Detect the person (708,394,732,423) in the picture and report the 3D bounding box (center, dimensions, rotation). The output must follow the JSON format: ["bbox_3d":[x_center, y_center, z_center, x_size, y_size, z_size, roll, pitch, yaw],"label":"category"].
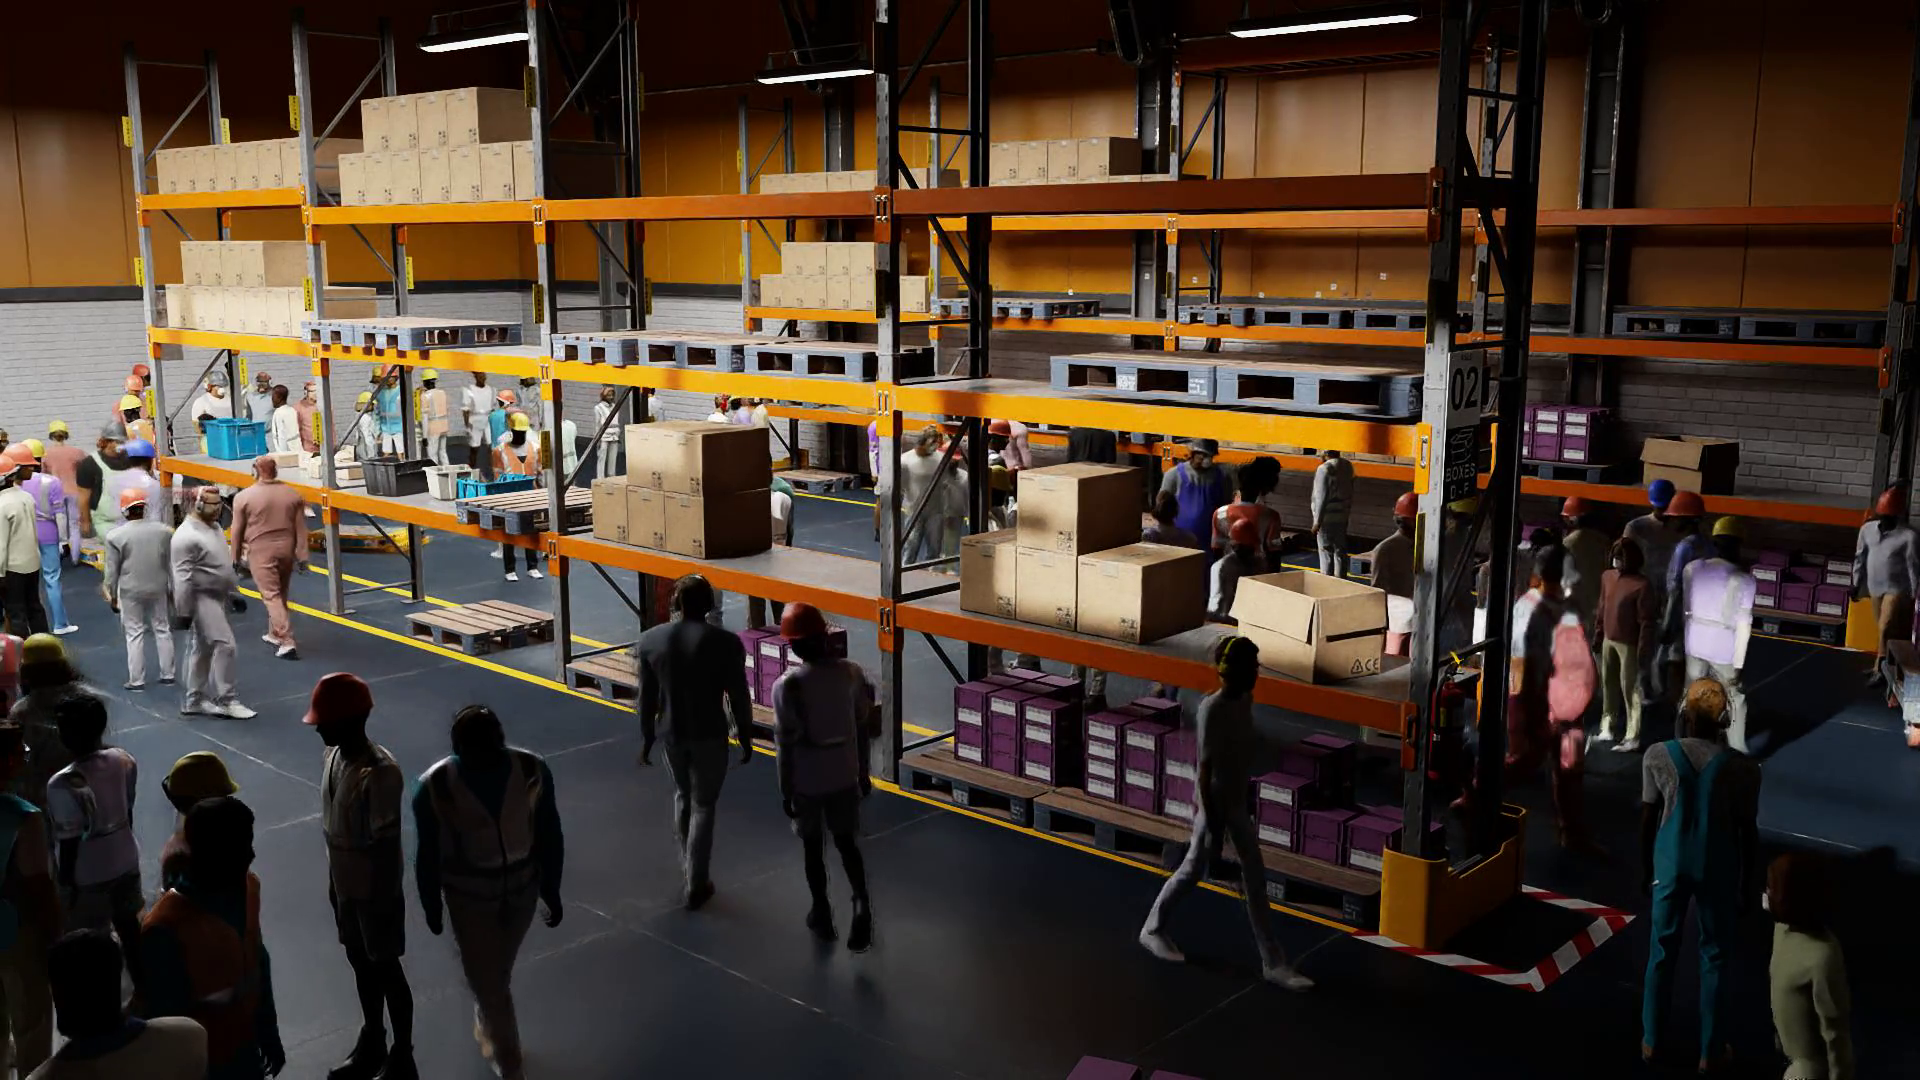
[{"bbox_3d":[-3.204,-1.045,22.184,0.394,1.836,0.561,-5,11,-25],"label":"person"}]

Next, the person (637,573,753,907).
[{"bbox_3d":[-1.495,1.121,9.688,0.655,1.918,0.738,2,10,12],"label":"person"}]

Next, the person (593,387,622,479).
[{"bbox_3d":[-5.394,-1.529,25.476,0.310,1.636,0.523,6,12,32],"label":"person"}]

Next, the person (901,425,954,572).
[{"bbox_3d":[-0.415,-0.255,17.478,0.710,1.922,0.443,-7,12,-33],"label":"person"}]

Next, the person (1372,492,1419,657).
[{"bbox_3d":[3.310,0.619,12.358,0.620,1.986,0.408,-6,12,-31],"label":"person"}]

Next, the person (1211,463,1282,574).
[{"bbox_3d":[2.422,0.333,14.041,0.600,1.958,0.377,5,11,24],"label":"person"}]

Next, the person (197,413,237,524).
[{"bbox_3d":[-9.581,-0.827,21.503,0.542,1.642,0.738,8,13,39],"label":"person"}]

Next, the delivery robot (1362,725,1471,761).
[{"bbox_3d":[3.213,1.395,11.740,0.707,0.478,0.477,6,12,31],"label":"delivery robot"}]

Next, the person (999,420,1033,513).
[{"bbox_3d":[0.631,-0.814,20.612,0.367,1.930,0.681,-8,13,-36],"label":"person"}]

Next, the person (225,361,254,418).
[{"bbox_3d":[-11.667,-1.930,26.817,0.604,1.964,0.367,0,10,-2],"label":"person"}]

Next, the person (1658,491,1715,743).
[{"bbox_3d":[5.549,0.591,12.652,0.489,1.938,0.758,10,14,44],"label":"person"}]

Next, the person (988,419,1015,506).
[{"bbox_3d":[0.366,-0.243,17.082,0.393,2.036,0.605,-4,11,-21],"label":"person"}]

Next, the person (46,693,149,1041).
[{"bbox_3d":[-4.078,1.556,7.862,0.318,1.695,0.539,1,10,8],"label":"person"}]

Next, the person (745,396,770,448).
[{"bbox_3d":[-2.961,-1.387,24.388,0.355,1.737,0.578,-2,10,-8],"label":"person"}]

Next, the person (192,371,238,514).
[{"bbox_3d":[-10.418,-1.380,23.496,0.535,2.000,0.681,7,12,36],"label":"person"}]

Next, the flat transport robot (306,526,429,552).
[{"bbox_3d":[-7.476,-0.026,20.842,1.431,0.197,0.652,2,10,13],"label":"flat transport robot"}]

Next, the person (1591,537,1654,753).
[{"bbox_3d":[4.966,0.778,12.476,0.278,1.628,0.507,-3,11,-19],"label":"person"}]

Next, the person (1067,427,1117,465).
[{"bbox_3d":[1.576,-0.723,19.939,0.642,1.975,0.561,3,10,14],"label":"person"}]

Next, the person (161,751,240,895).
[{"bbox_3d":[-3.056,1.714,6.779,0.331,1.768,0.527,-1,10,-8],"label":"person"}]

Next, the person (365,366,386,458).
[{"bbox_3d":[-9.858,-2.086,28.323,0.494,1.743,0.307,-8,13,-38],"label":"person"}]

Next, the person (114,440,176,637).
[{"bbox_3d":[-7.928,-0.038,16.323,0.624,1.895,0.957,4,11,22],"label":"person"}]

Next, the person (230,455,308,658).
[{"bbox_3d":[-6.383,0.141,15.436,0.969,1.859,0.637,9,14,42],"label":"person"}]

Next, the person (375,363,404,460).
[{"bbox_3d":[-8.530,-1.650,25.056,0.614,2.034,0.405,3,10,17],"label":"person"}]

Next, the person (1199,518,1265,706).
[{"bbox_3d":[2.100,0.640,13.029,0.609,1.715,0.687,-10,14,-43],"label":"person"}]

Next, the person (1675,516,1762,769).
[{"bbox_3d":[5.402,0.770,11.796,0.820,1.879,0.590,-7,12,-34],"label":"person"}]

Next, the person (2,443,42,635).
[{"bbox_3d":[-8.397,0.146,14.906,0.434,2.031,0.610,-8,13,-38],"label":"person"}]

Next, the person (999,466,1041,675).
[{"bbox_3d":[0.541,0.276,14.601,0.348,1.879,0.578,4,11,19],"label":"person"}]

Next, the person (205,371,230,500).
[{"bbox_3d":[-11.024,-1.564,24.852,0.376,1.933,0.633,-2,10,-11],"label":"person"}]

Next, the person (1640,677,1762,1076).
[{"bbox_3d":[3.363,1.529,7.606,0.508,1.845,0.345,6,12,32],"label":"person"}]

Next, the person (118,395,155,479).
[{"bbox_3d":[-10.350,-0.870,20.975,0.400,1.915,0.588,1,10,5],"label":"person"}]

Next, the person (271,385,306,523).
[{"bbox_3d":[-9.121,-1.134,22.528,0.415,1.905,0.648,-1,10,-5],"label":"person"}]

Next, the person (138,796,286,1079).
[{"bbox_3d":[-2.647,1.814,5.853,0.474,1.898,0.602,1,10,5],"label":"person"}]

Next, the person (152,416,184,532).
[{"bbox_3d":[-9.858,-0.718,20.721,0.321,1.696,0.535,-5,11,-28],"label":"person"}]

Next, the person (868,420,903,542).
[{"bbox_3d":[-0.908,-0.911,21.183,0.391,1.925,0.550,9,13,40],"label":"person"}]

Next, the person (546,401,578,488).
[{"bbox_3d":[-4.951,-0.819,20.688,0.399,1.913,0.589,3,10,16],"label":"person"}]

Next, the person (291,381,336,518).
[{"bbox_3d":[-9.012,-1.277,23.291,0.407,1.908,0.642,8,13,38],"label":"person"}]

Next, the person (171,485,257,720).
[{"bbox_3d":[-5.927,0.498,13.330,0.761,1.881,0.642,-1,10,-6],"label":"person"}]
